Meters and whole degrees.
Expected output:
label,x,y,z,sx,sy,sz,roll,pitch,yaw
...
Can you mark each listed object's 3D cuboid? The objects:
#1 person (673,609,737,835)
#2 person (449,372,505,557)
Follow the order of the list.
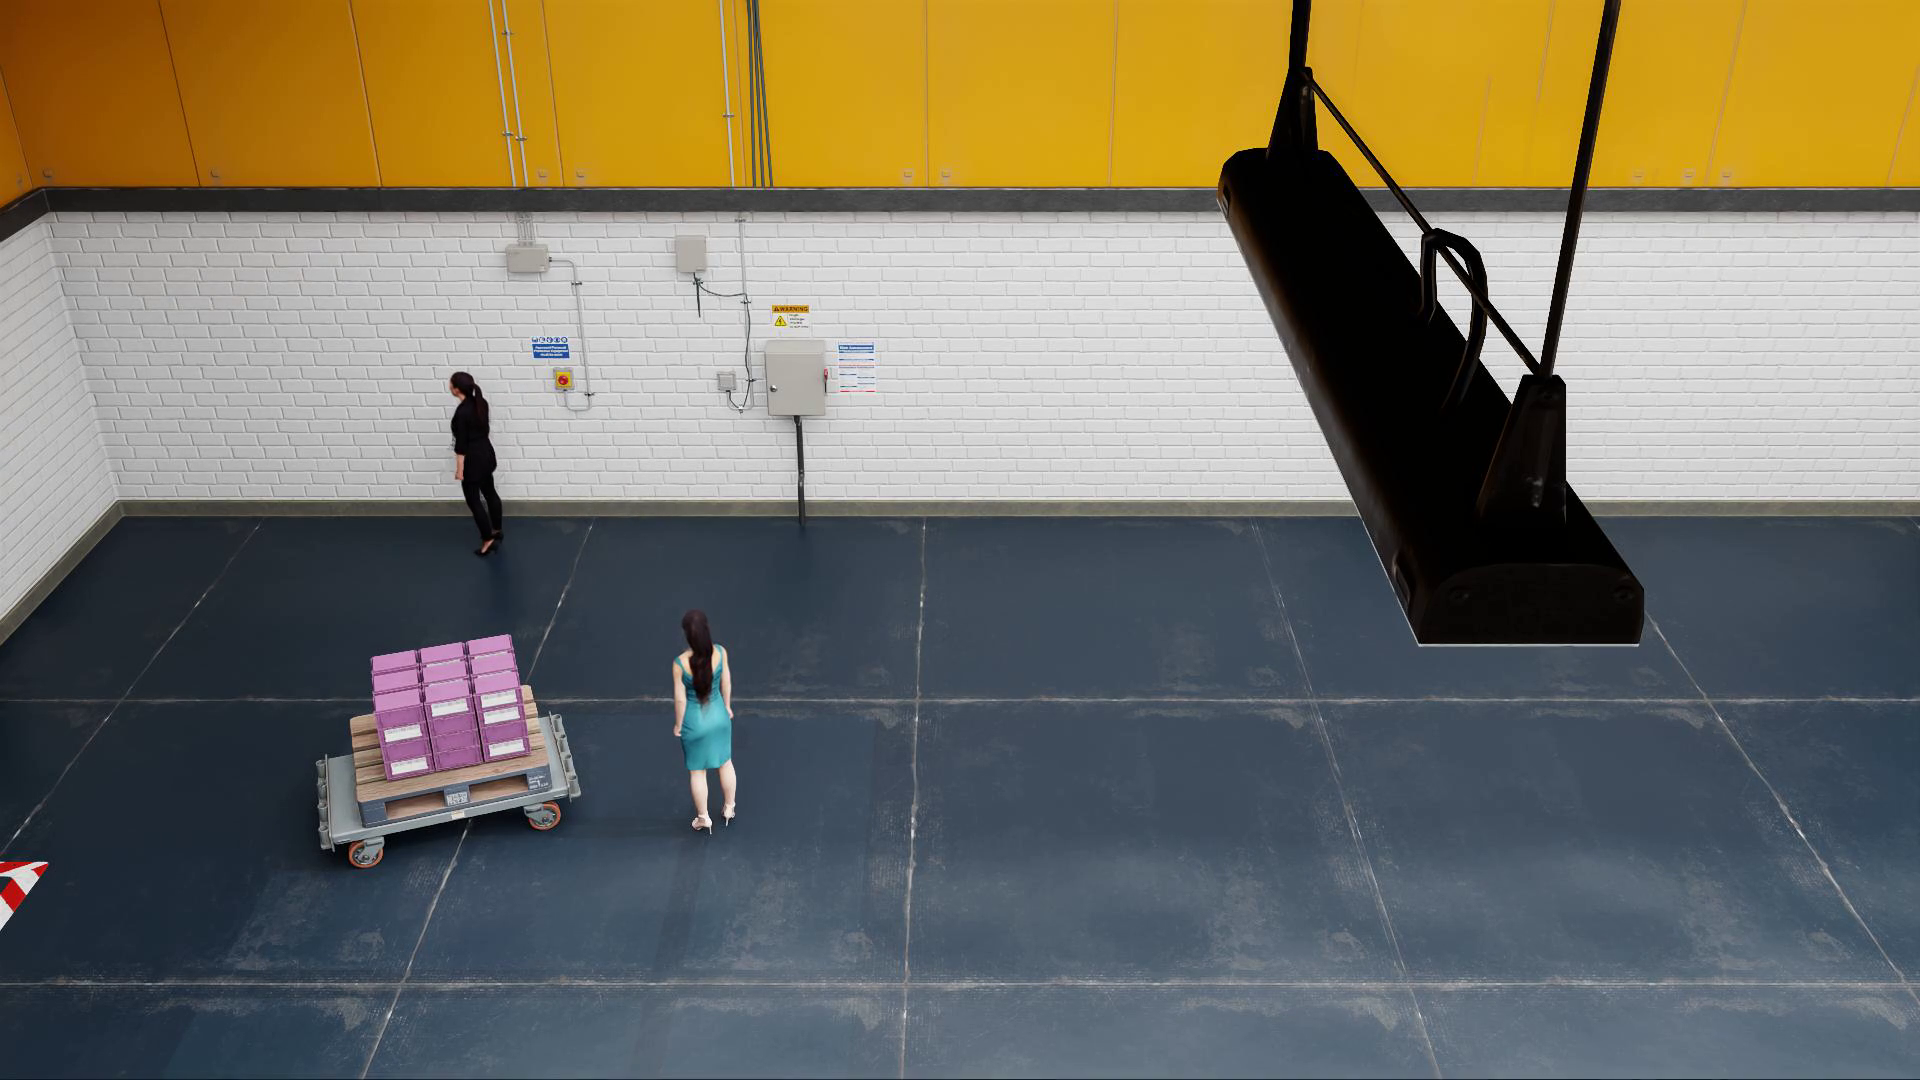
label,x,y,z,sx,sy,sz,roll,pitch,yaw
person,-1.661,1.178,10.813,0.622,1.691,0.632,-16,32,-26
person,-4.119,-0.652,14.200,0.729,1.659,0.577,9,30,15
